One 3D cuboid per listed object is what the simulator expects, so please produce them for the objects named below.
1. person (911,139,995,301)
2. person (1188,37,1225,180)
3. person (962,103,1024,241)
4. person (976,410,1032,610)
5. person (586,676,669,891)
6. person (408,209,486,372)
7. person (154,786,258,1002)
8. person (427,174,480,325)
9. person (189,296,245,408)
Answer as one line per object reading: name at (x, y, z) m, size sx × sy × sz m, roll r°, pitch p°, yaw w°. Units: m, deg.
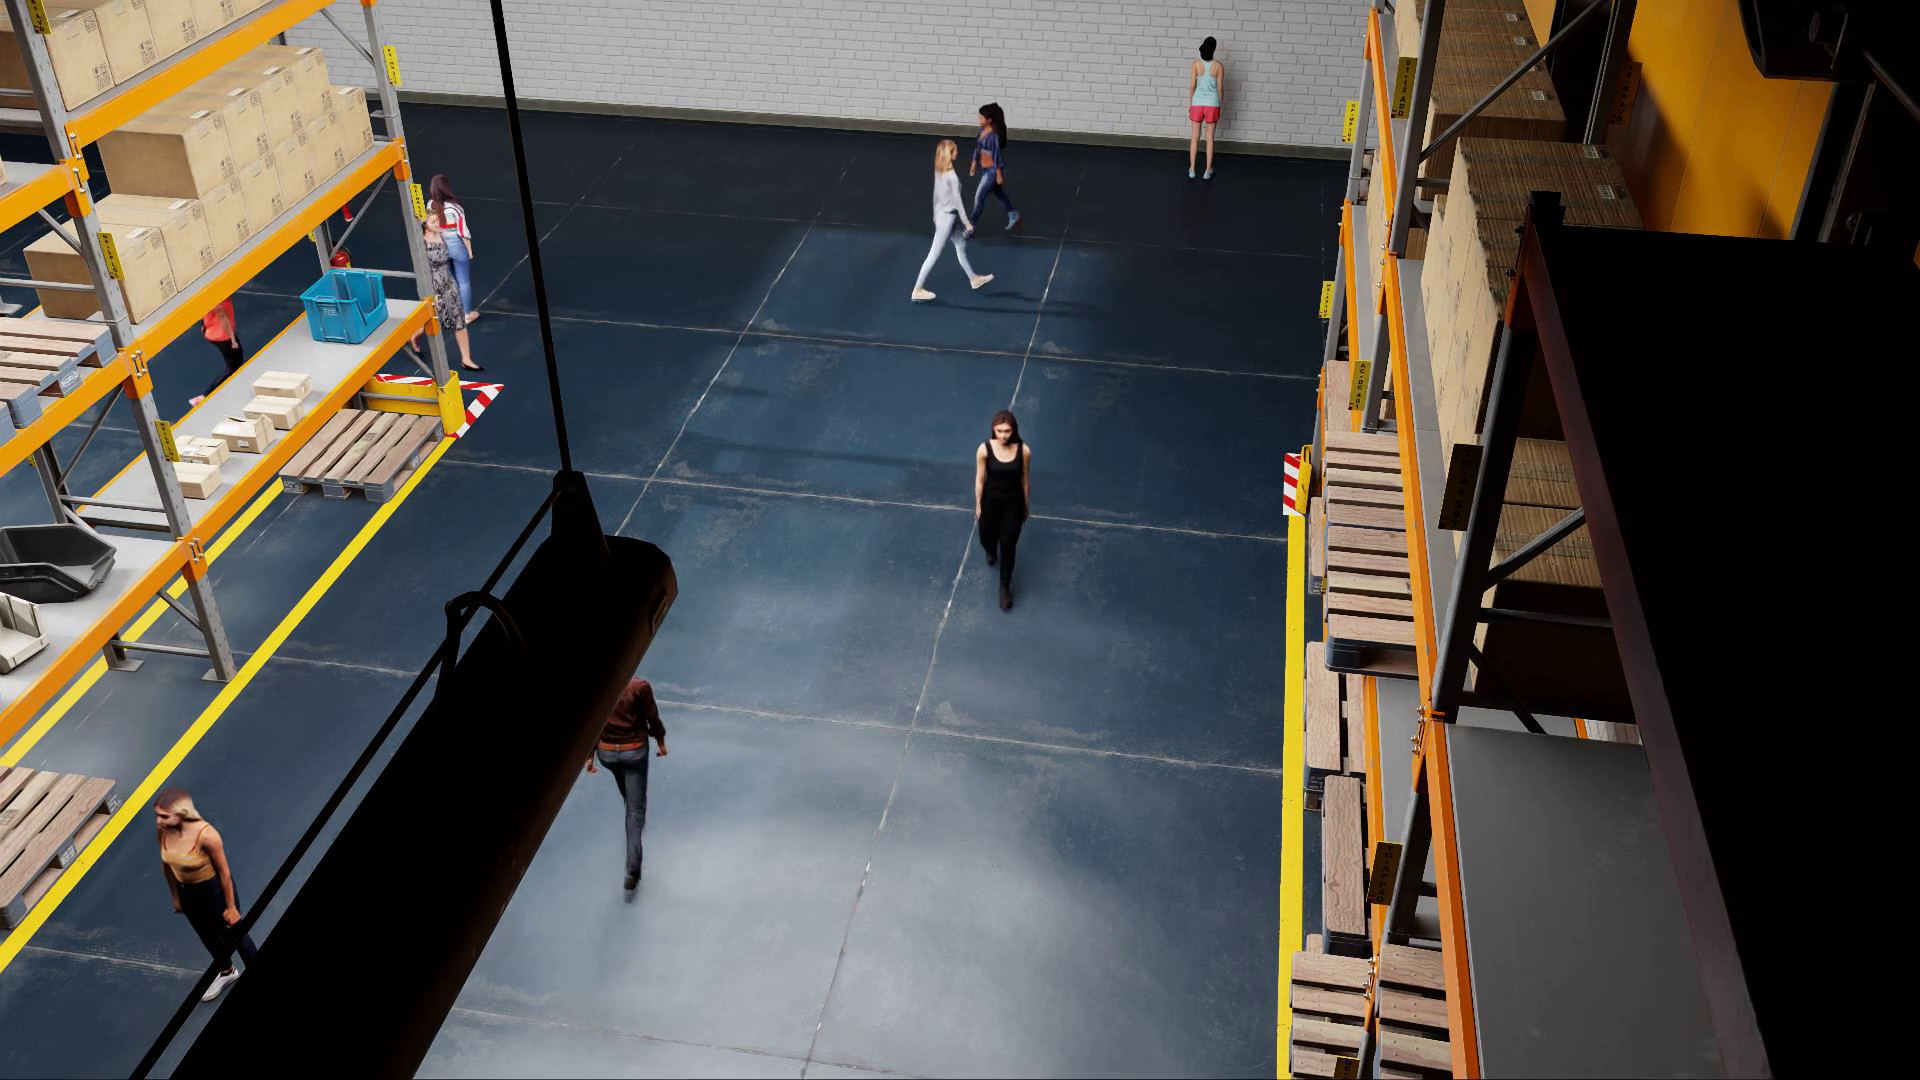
person at (-0.223, -3.327, 17.612) m, size 1.037 × 1.740 × 1.199 m, roll -10°, pitch 35°, yaw -15°
person at (3.052, -5.379, 20.677) m, size 0.599 × 1.765 × 0.608 m, roll 9°, pitch 35°, yaw 13°
person at (0.421, -4.225, 19.108) m, size 1.041 × 1.579 × 1.104 m, roll -12°, pitch 35°, yaw -17°
person at (0.333, -0.307, 13.127) m, size 0.693 × 1.675 × 0.954 m, roll -1°, pitch 34°, yaw -2°
person at (-2.117, 1.411, 10.483) m, size 0.833 × 1.741 × 1.211 m, roll -1°, pitch 34°, yaw -2°
person at (-5.198, -2.443, 16.341) m, size 0.869 × 1.675 × 1.113 m, roll 17°, pitch 37°, yaw 23°
person at (-4.357, 2.048, 9.627) m, size 0.597 × 1.627 × 0.535 m, roll 10°, pitch 35°, yaw 14°
person at (-5.294, -3.022, 17.272) m, size 0.590 × 1.608 × 0.497 m, roll 6°, pitch 34°, yaw 9°
person at (-6.960, -1.876, 15.484) m, size 1.055 × 1.679 × 0.942 m, roll -28°, pitch 42°, yaw -35°
